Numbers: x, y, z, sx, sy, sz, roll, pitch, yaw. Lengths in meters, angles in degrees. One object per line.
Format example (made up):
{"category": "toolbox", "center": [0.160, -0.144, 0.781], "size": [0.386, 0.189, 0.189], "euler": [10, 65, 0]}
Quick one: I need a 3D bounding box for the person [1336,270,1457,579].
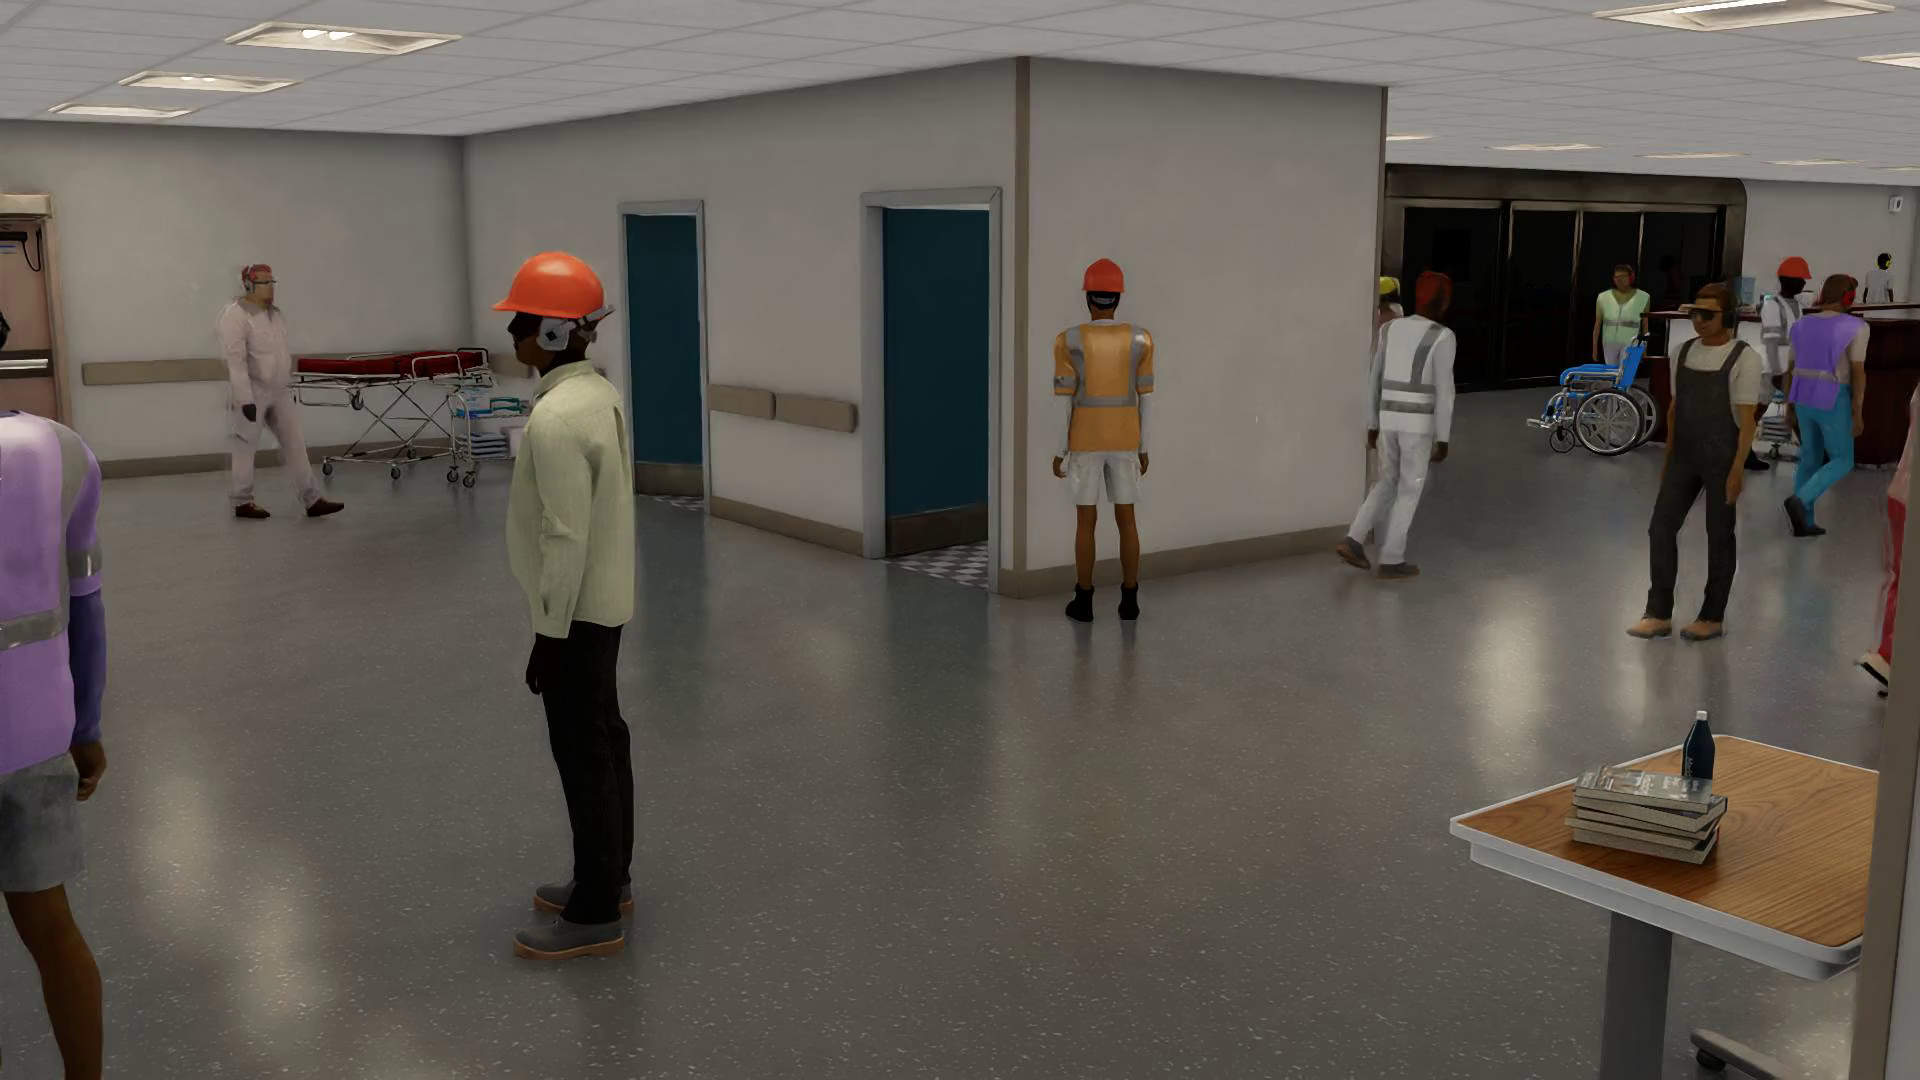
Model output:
{"category": "person", "center": [2.654, -0.680, 9.986], "size": [0.564, 1.861, 0.619], "euler": [-6, 12, -29]}

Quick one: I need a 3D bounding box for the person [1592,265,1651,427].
{"category": "person", "center": [7.342, -2.162, 18.520], "size": [0.567, 1.783, 1.005], "euler": [6, 12, 29]}

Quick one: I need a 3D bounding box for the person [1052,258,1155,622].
{"category": "person", "center": [0.759, -0.525, 8.912], "size": [0.543, 1.939, 0.371], "euler": [-1, 10, -5]}

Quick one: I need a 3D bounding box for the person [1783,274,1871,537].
{"category": "person", "center": [5.846, -0.894, 11.307], "size": [0.502, 1.817, 0.591], "euler": [-5, 11, -25]}

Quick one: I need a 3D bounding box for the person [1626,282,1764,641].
{"category": "person", "center": [3.667, -0.368, 8.341], "size": [0.730, 1.821, 0.550], "euler": [-6, 12, -32]}

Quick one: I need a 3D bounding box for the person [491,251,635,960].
{"category": "person", "center": [-1.109, 0.189, 4.749], "size": [0.375, 1.997, 0.611], "euler": [0, 10, -2]}

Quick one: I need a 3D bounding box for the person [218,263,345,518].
{"category": "person", "center": [-4.996, -1.064, 12.122], "size": [0.934, 1.861, 0.666], "euler": [3, 11, 17]}

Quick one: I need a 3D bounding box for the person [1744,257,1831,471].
{"category": "person", "center": [7.288, -1.514, 14.563], "size": [0.575, 1.891, 0.949], "euler": [-7, 12, -33]}

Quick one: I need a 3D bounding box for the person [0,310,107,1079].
{"category": "person", "center": [-2.041, 0.410, 3.426], "size": [0.405, 2.030, 0.614], "euler": [3, 11, 18]}

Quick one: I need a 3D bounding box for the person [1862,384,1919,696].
{"category": "person", "center": [4.271, -0.138, 7.267], "size": [0.418, 1.750, 0.540], "euler": [0, 10, 2]}

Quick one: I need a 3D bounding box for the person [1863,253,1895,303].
{"category": "person", "center": [15.562, -3.927, 28.212], "size": [0.349, 1.861, 0.519], "euler": [-7, 12, -33]}
